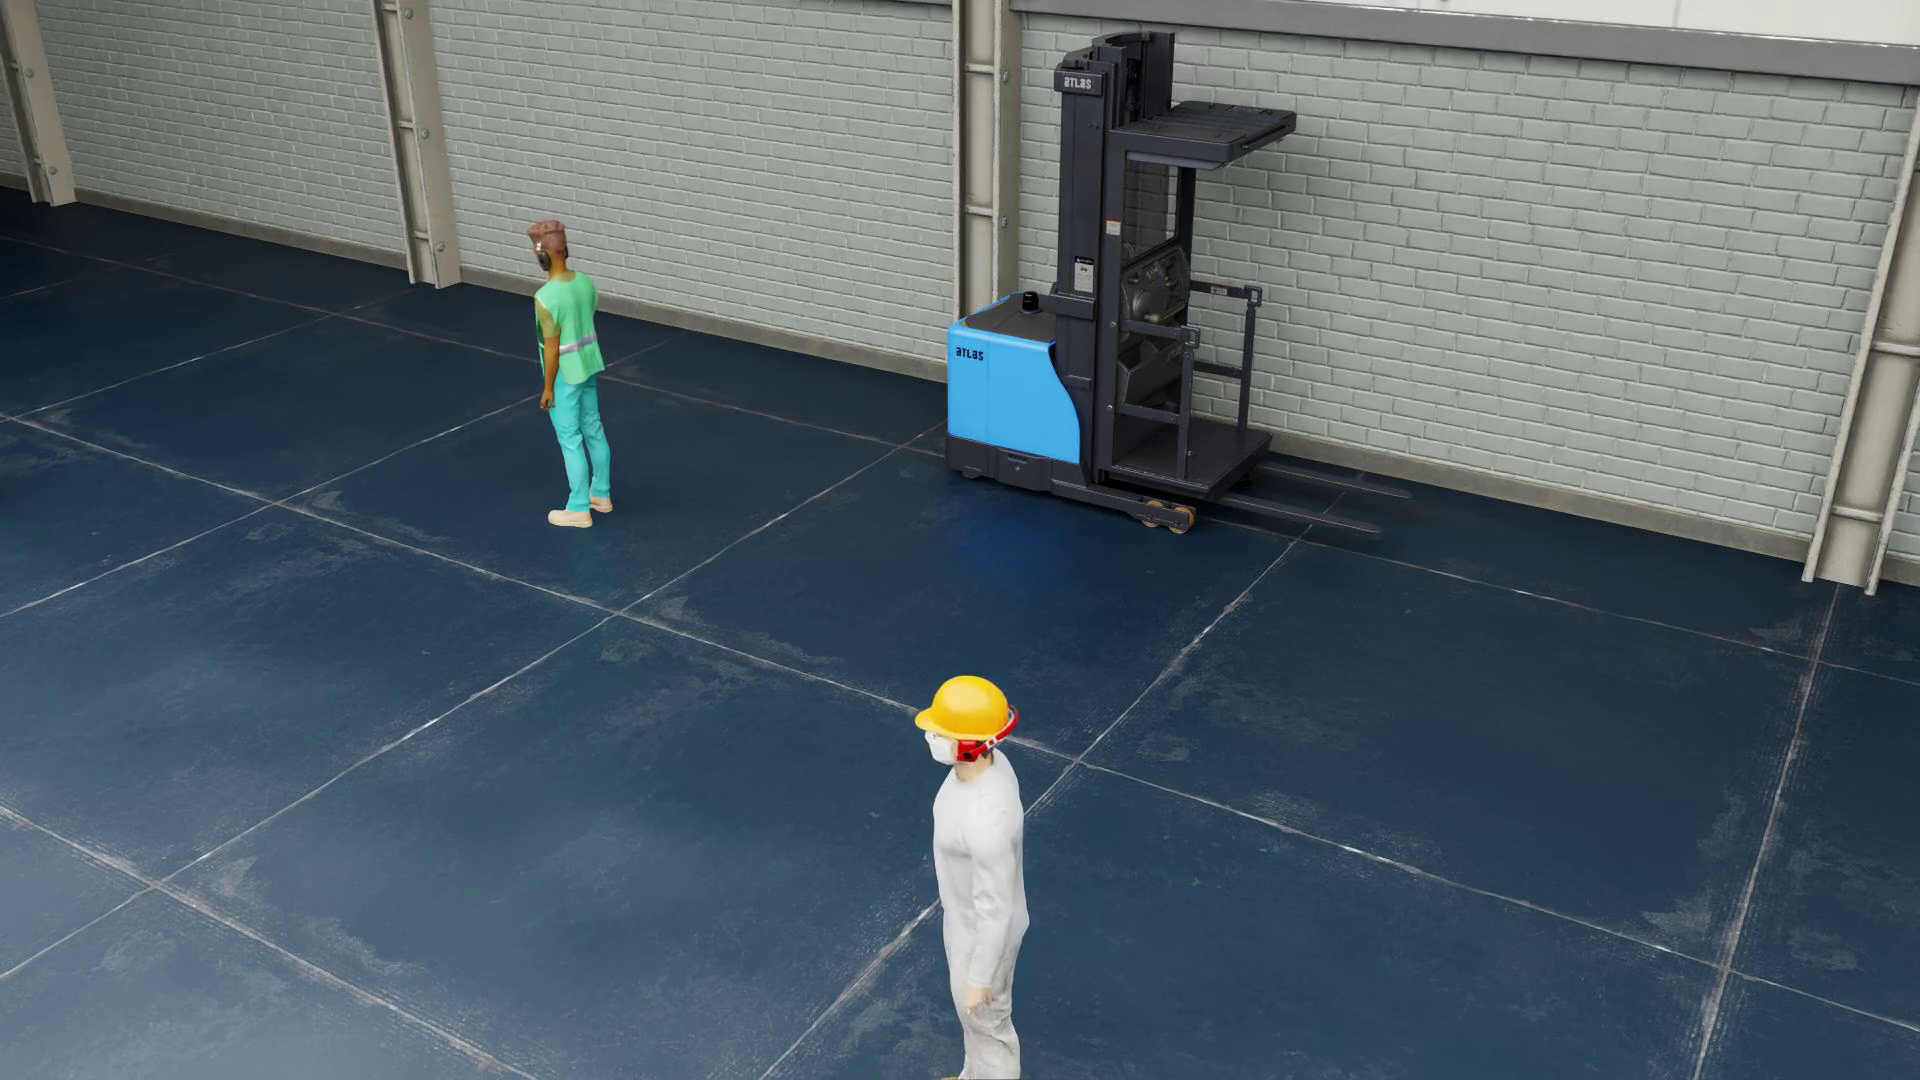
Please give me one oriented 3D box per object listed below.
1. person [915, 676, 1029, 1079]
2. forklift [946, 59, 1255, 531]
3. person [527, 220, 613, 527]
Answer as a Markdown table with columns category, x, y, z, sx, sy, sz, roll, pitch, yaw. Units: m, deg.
| category | x | y | z | sx | sy | sz | roll | pitch | yaw |
| --- | --- | --- | --- | --- | --- | --- | --- | --- | --- |
| person | 0.046 | 1.296 | 5.617 | 0.372 | 1.897 | 0.572 | -2 | 25 | -5 |
| forklift | 0.933 | -1.707 | 10.833 | 1.873 | 2.768 | 1.129 | 15 | 29 | 28 |
| person | -2.445 | -1.032 | 10.446 | 0.405 | 1.980 | 0.483 | 11 | 27 | 21 |
